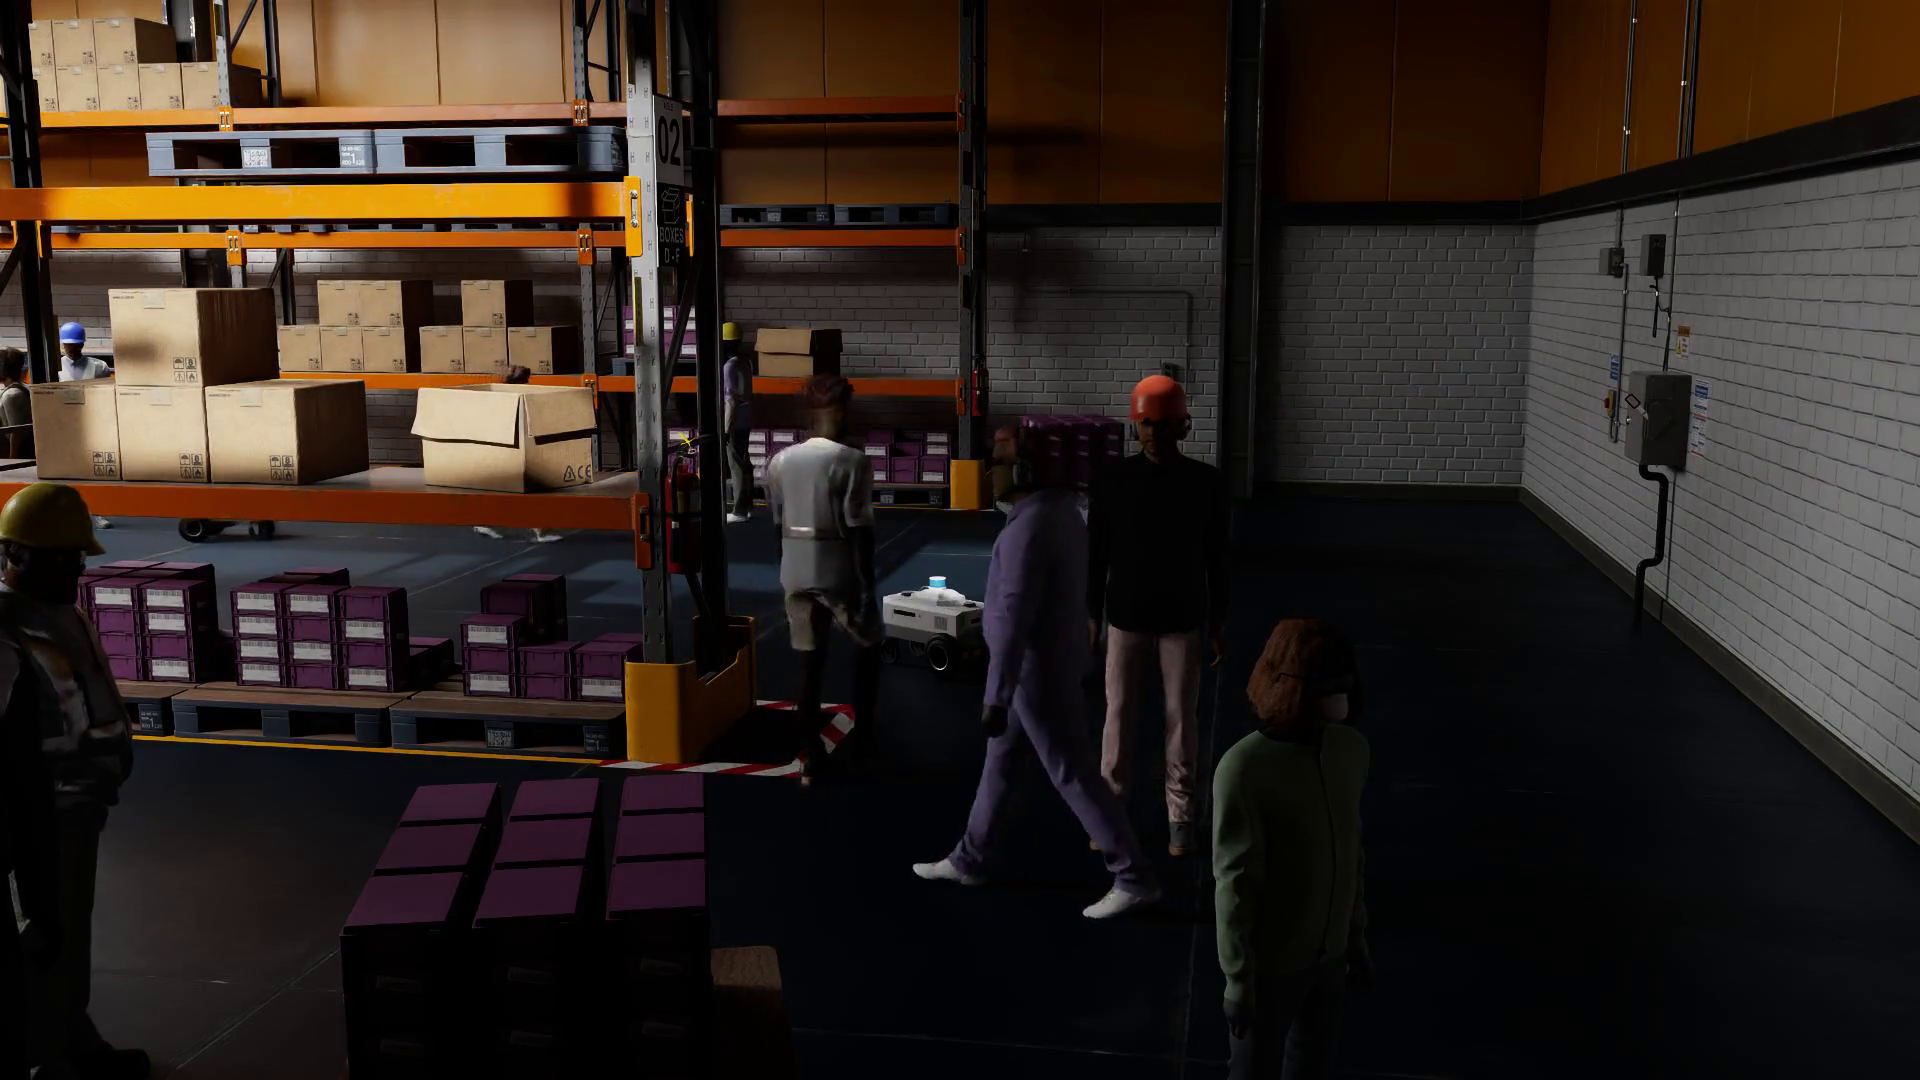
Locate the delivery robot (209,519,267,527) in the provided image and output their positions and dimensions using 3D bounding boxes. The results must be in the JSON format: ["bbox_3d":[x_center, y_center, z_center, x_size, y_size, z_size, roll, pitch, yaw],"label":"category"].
[{"bbox_3d":[-6.601,-0.324,15.000,0.707,0.478,0.477,-1,9,-6],"label":"delivery robot"}]

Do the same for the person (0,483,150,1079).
[{"bbox_3d":[-2.576,0.743,4.752,0.403,1.822,0.588,-2,9,-12],"label":"person"}]

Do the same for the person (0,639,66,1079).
[{"bbox_3d":[-2.369,0.852,3.787,0.590,1.917,0.392,-3,10,-19],"label":"person"}]

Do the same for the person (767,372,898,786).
[{"bbox_3d":[-0.596,0.174,7.920,0.641,1.936,0.654,5,11,30],"label":"person"}]

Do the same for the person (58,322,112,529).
[{"bbox_3d":[-8.206,-1.052,15.503,0.609,1.943,0.402,-6,11,-34],"label":"person"}]

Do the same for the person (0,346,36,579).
[{"bbox_3d":[-7.287,-0.576,12.860,0.345,1.847,0.508,-3,10,-20],"label":"person"}]

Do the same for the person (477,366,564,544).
[{"bbox_3d":[-3.976,-0.764,14.832,0.900,1.585,0.516,2,9,11],"label":"person"}]

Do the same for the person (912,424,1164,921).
[{"bbox_3d":[0.317,0.491,6.243,1.019,1.856,0.658,2,9,14],"label":"person"}]

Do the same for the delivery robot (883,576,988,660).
[{"bbox_3d":[-0.136,0.465,10.107,0.707,0.478,0.477,8,12,41],"label":"delivery robot"}]

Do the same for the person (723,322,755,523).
[{"bbox_3d":[-2.170,-1.121,15.985,0.370,1.928,0.585,1,9,9],"label":"person"}]

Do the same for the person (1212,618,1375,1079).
[{"bbox_3d":[0.776,0.981,3.858,0.500,1.633,0.285,-8,12,-40],"label":"person"}]

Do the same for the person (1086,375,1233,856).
[{"bbox_3d":[0.809,0.317,6.861,0.612,1.994,0.395,2,9,11],"label":"person"}]
